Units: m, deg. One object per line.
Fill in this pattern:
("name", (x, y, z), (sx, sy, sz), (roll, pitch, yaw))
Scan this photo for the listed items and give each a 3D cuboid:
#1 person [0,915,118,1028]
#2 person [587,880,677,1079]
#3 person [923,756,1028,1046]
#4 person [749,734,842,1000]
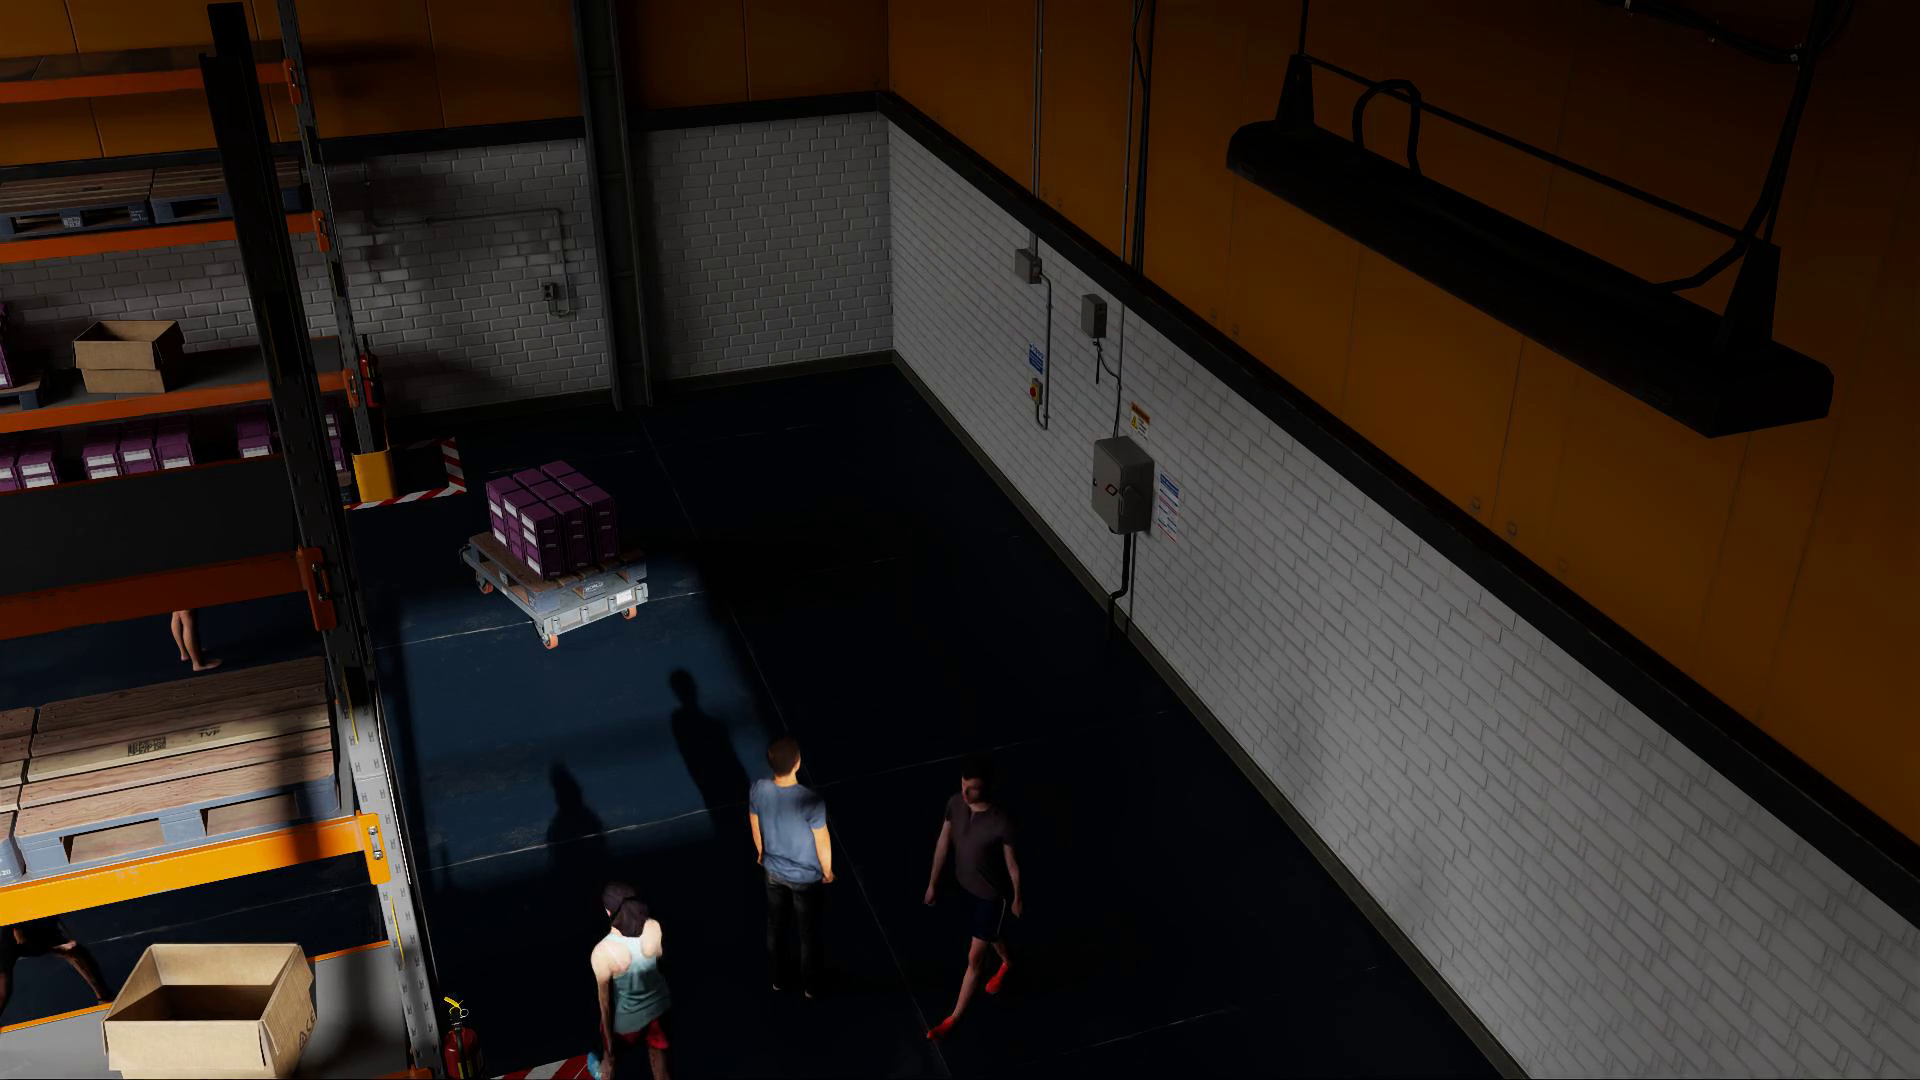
("person", (-5.187, 2.107, 9.393), (1.122, 1.799, 0.697), (-6, 29, -10))
("person", (-1.630, 2.552, 8.667), (1.162, 1.713, 0.877), (-19, 34, -31))
("person", (0.198, 1.972, 9.628), (1.004, 1.811, 1.246), (23, 36, 36))
("person", (-0.982, 1.913, 9.738), (0.715, 1.810, 0.784), (11, 31, 20))
